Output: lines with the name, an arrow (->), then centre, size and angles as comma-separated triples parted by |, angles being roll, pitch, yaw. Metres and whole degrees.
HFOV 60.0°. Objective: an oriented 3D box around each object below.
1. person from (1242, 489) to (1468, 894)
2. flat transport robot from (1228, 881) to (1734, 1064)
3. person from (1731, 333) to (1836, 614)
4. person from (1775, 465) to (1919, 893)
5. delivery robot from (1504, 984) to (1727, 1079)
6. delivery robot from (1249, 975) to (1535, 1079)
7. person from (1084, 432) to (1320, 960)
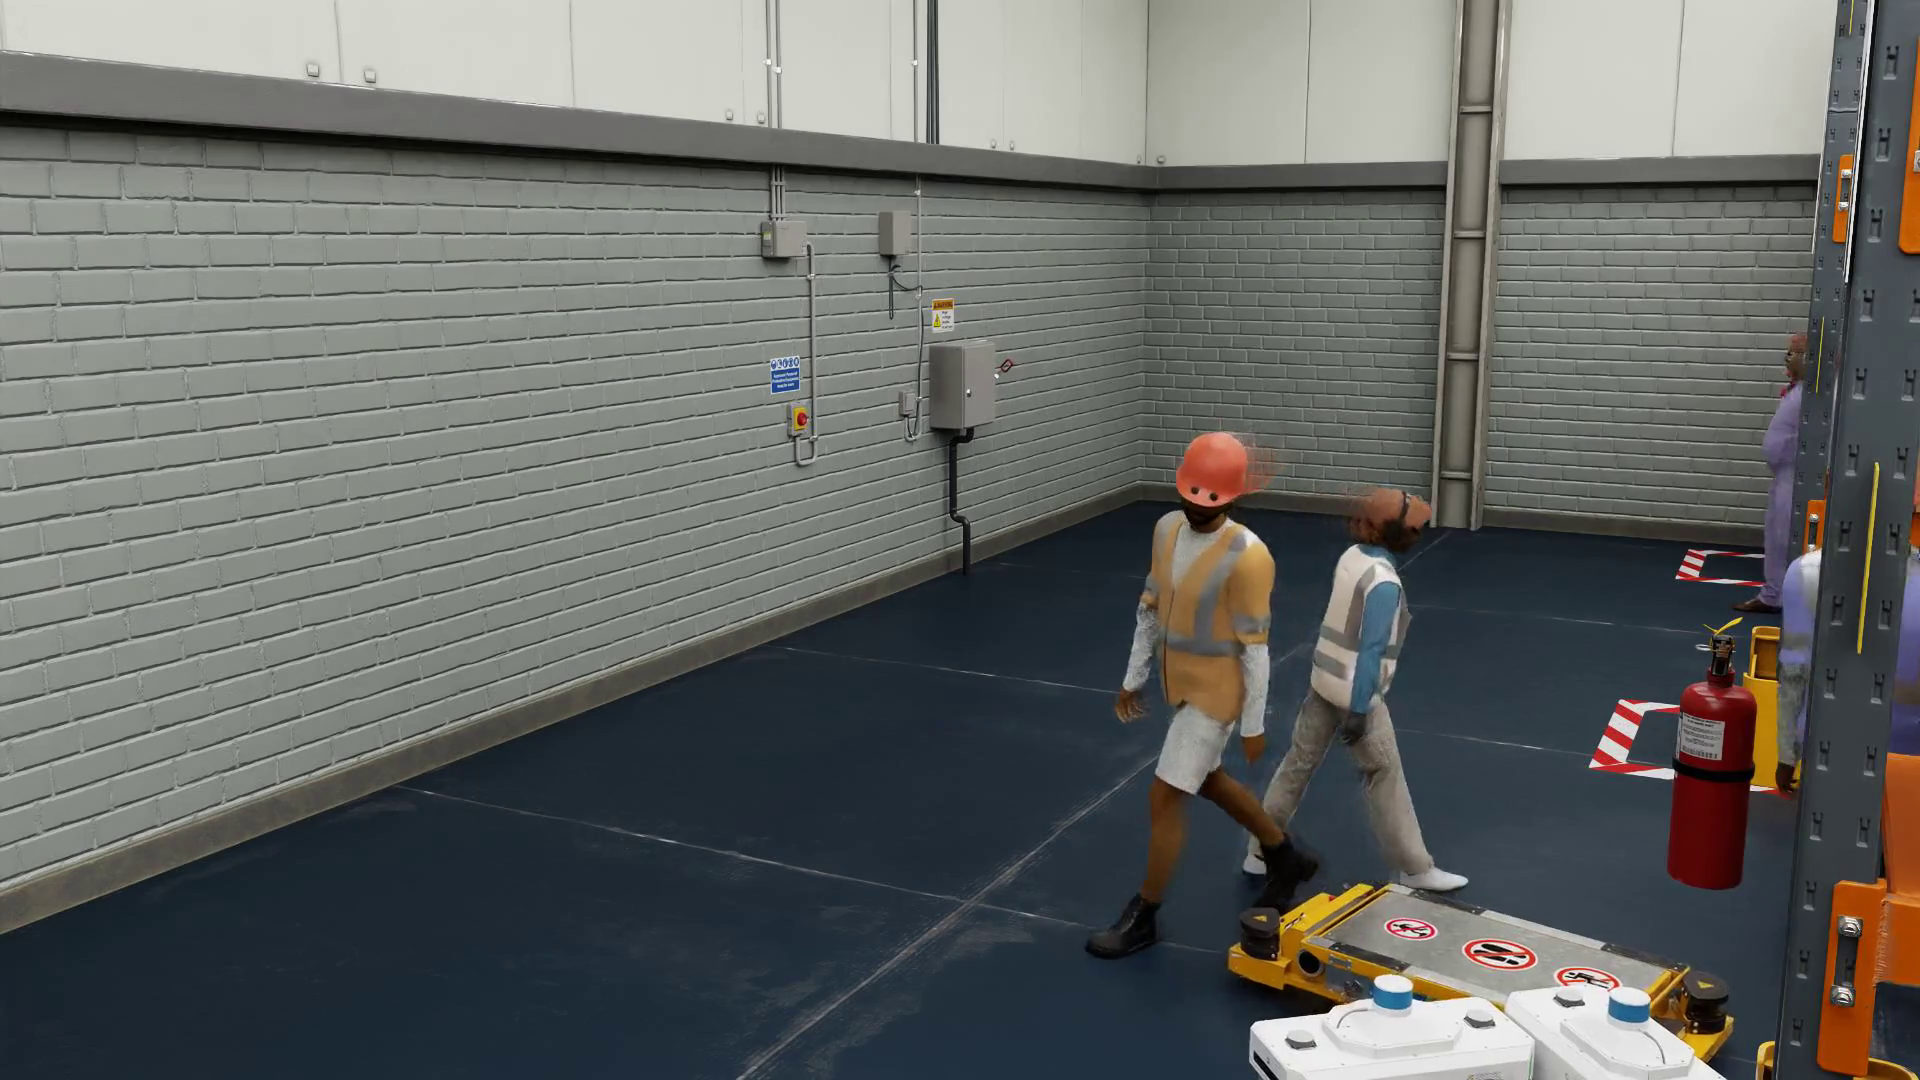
person -> 1.489, 0.573, 6.349 | 0.841, 1.583, 0.632 | -1, 10, -7
flat transport robot -> 1.656, 1.407, 5.379 | 1.431, 0.197, 0.652 | 10, 14, 39
person -> 5.549, -0.404, 10.874 | 0.709, 1.887, 0.650 | 4, 11, 22
person -> 2.870, 0.625, 5.244 | 0.573, 1.912, 0.813 | 6, 12, 28
delivery robot -> 1.732, 1.413, 4.340 | 0.477, 0.478, 0.707 | -2, 11, -13
delivery robot -> 1.138, 1.399, 4.413 | 0.707, 0.478, 0.477 | -2, 11, -13
person -> 0.910, 0.523, 5.866 | 0.949, 1.872, 0.608 | -5, 11, -24
